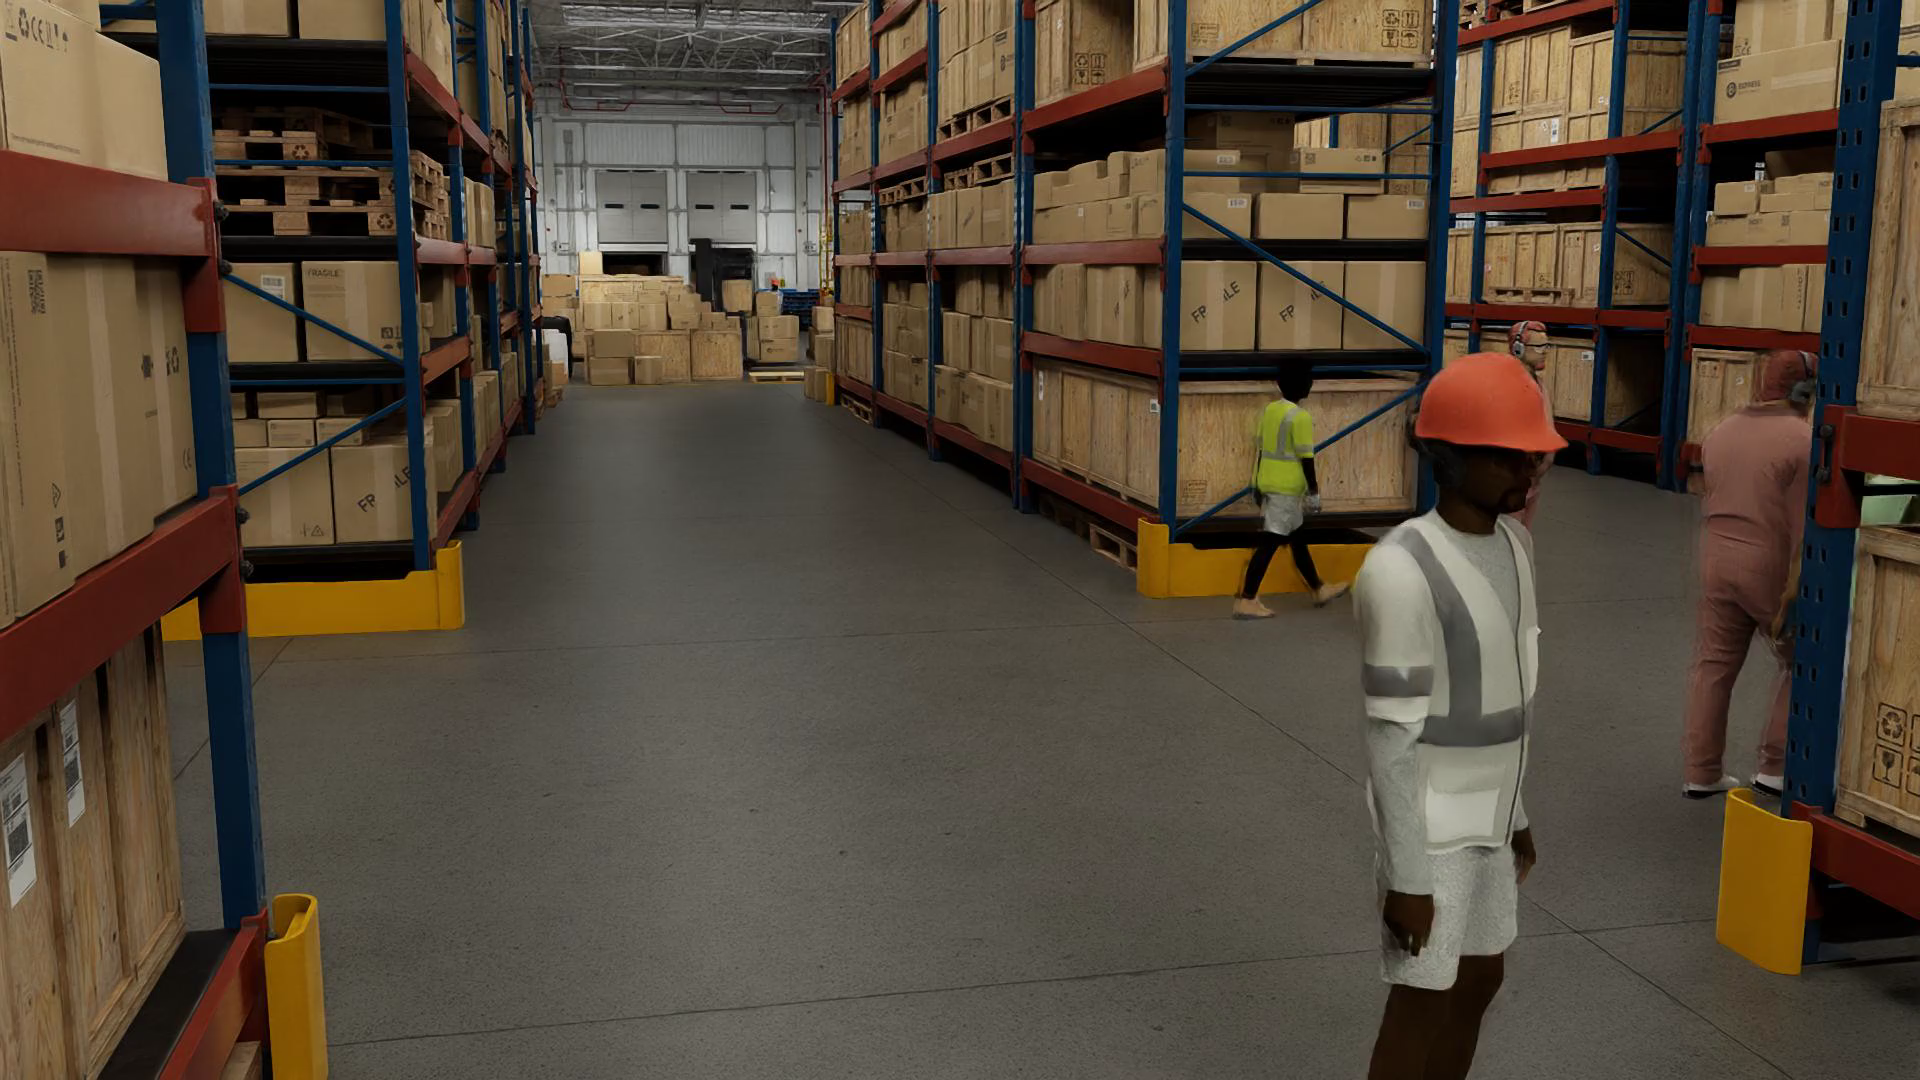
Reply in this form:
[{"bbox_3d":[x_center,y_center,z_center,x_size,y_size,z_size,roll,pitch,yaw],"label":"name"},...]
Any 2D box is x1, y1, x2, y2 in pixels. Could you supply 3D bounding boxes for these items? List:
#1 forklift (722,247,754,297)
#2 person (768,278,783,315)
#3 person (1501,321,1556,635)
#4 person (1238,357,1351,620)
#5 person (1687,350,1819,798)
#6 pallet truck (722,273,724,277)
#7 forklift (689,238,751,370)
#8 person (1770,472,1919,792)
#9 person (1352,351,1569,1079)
[{"bbox_3d":[-6.924,-7.739,51.995,1.129,2.768,1.873,-7,12,-38],"label":"forklift"},{"bbox_3d":[-5.363,-6.583,47.895,0.551,1.916,0.747,-6,11,-31],"label":"person"},{"bbox_3d":[3.312,-0.339,9.852,0.400,1.907,0.644,7,11,35],"label":"person"},{"bbox_3d":[2.139,-0.323,10.508,0.875,1.646,0.544,-2,10,-13],"label":"person"},{"bbox_3d":[3.357,0.159,6.887,0.657,1.876,0.674,-3,10,-20],"label":"person"},{"bbox_3d":[-8.580,-8.986,62.280,1.885,1.965,0.823,1,9,5],"label":"pallet truck"},{"bbox_3d":[-5.501,-5.053,35.623,1.873,2.768,1.129,-2,10,-12],"label":"forklift"},{"bbox_3d":[3.307,0.285,6.305,0.841,1.809,0.581,-2,9,-10],"label":"person"},{"bbox_3d":[1.097,0.610,3.660,0.382,2.043,0.611,8,13,42],"label":"person"}]
